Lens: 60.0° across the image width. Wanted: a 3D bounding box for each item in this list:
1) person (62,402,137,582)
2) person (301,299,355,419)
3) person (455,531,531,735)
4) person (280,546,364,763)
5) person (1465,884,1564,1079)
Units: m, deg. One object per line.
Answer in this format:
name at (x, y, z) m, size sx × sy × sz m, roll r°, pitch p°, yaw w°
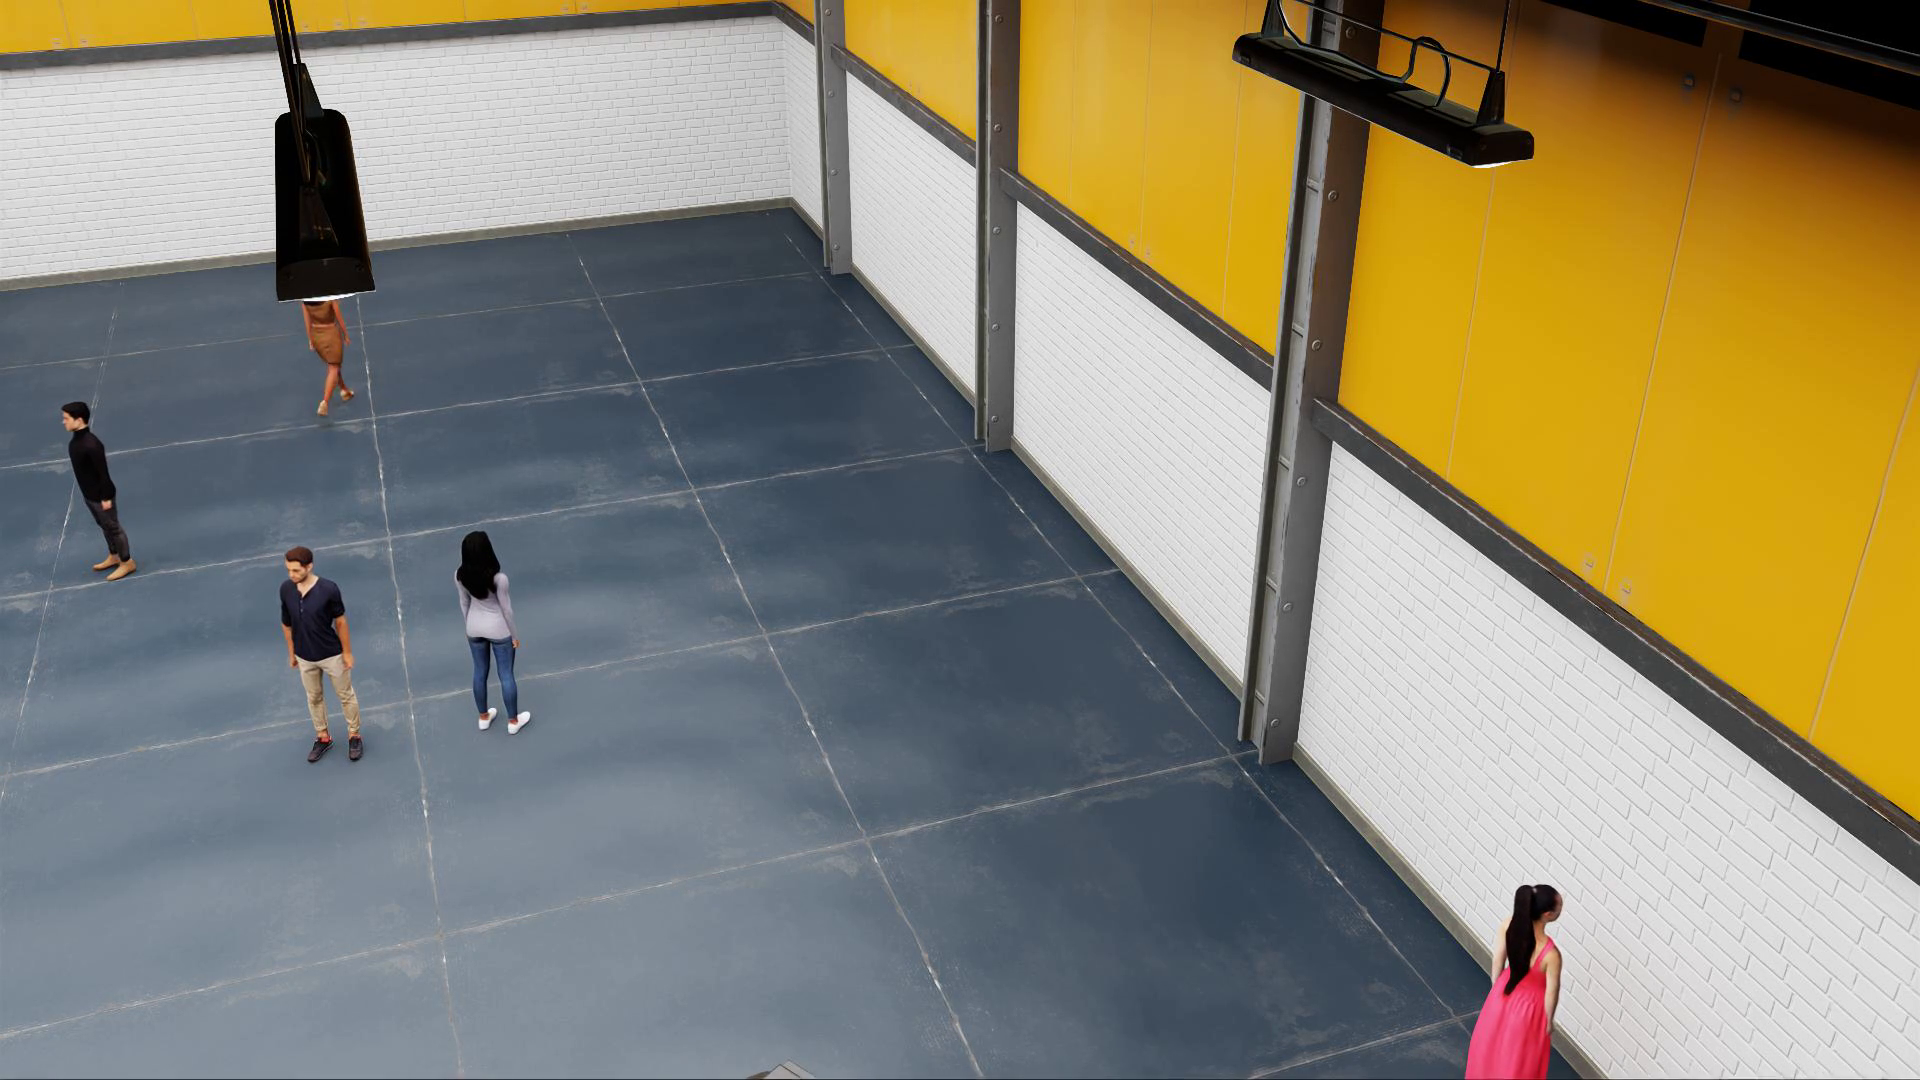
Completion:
person at (-7.891, -0.472, 15.216) m, size 0.780 × 1.722 × 0.627 m, roll -24°, pitch 37°, yaw -37°
person at (-7.004, -2.141, 18.345) m, size 0.915 × 1.656 × 1.150 m, roll 5°, pitch 29°, yaw 8°
person at (-3.688, 0.727, 13.007) m, size 0.683 × 1.732 × 0.706 m, roll 7°, pitch 29°, yaw 12°
person at (-4.868, 0.845, 12.668) m, size 0.696 × 1.851 × 0.652 m, roll 0°, pitch 29°, yaw 0°
person at (3.176, 2.667, 9.459) m, size 0.734 × 1.726 × 0.596 m, roll -18°, pitch 34°, yaw -30°
